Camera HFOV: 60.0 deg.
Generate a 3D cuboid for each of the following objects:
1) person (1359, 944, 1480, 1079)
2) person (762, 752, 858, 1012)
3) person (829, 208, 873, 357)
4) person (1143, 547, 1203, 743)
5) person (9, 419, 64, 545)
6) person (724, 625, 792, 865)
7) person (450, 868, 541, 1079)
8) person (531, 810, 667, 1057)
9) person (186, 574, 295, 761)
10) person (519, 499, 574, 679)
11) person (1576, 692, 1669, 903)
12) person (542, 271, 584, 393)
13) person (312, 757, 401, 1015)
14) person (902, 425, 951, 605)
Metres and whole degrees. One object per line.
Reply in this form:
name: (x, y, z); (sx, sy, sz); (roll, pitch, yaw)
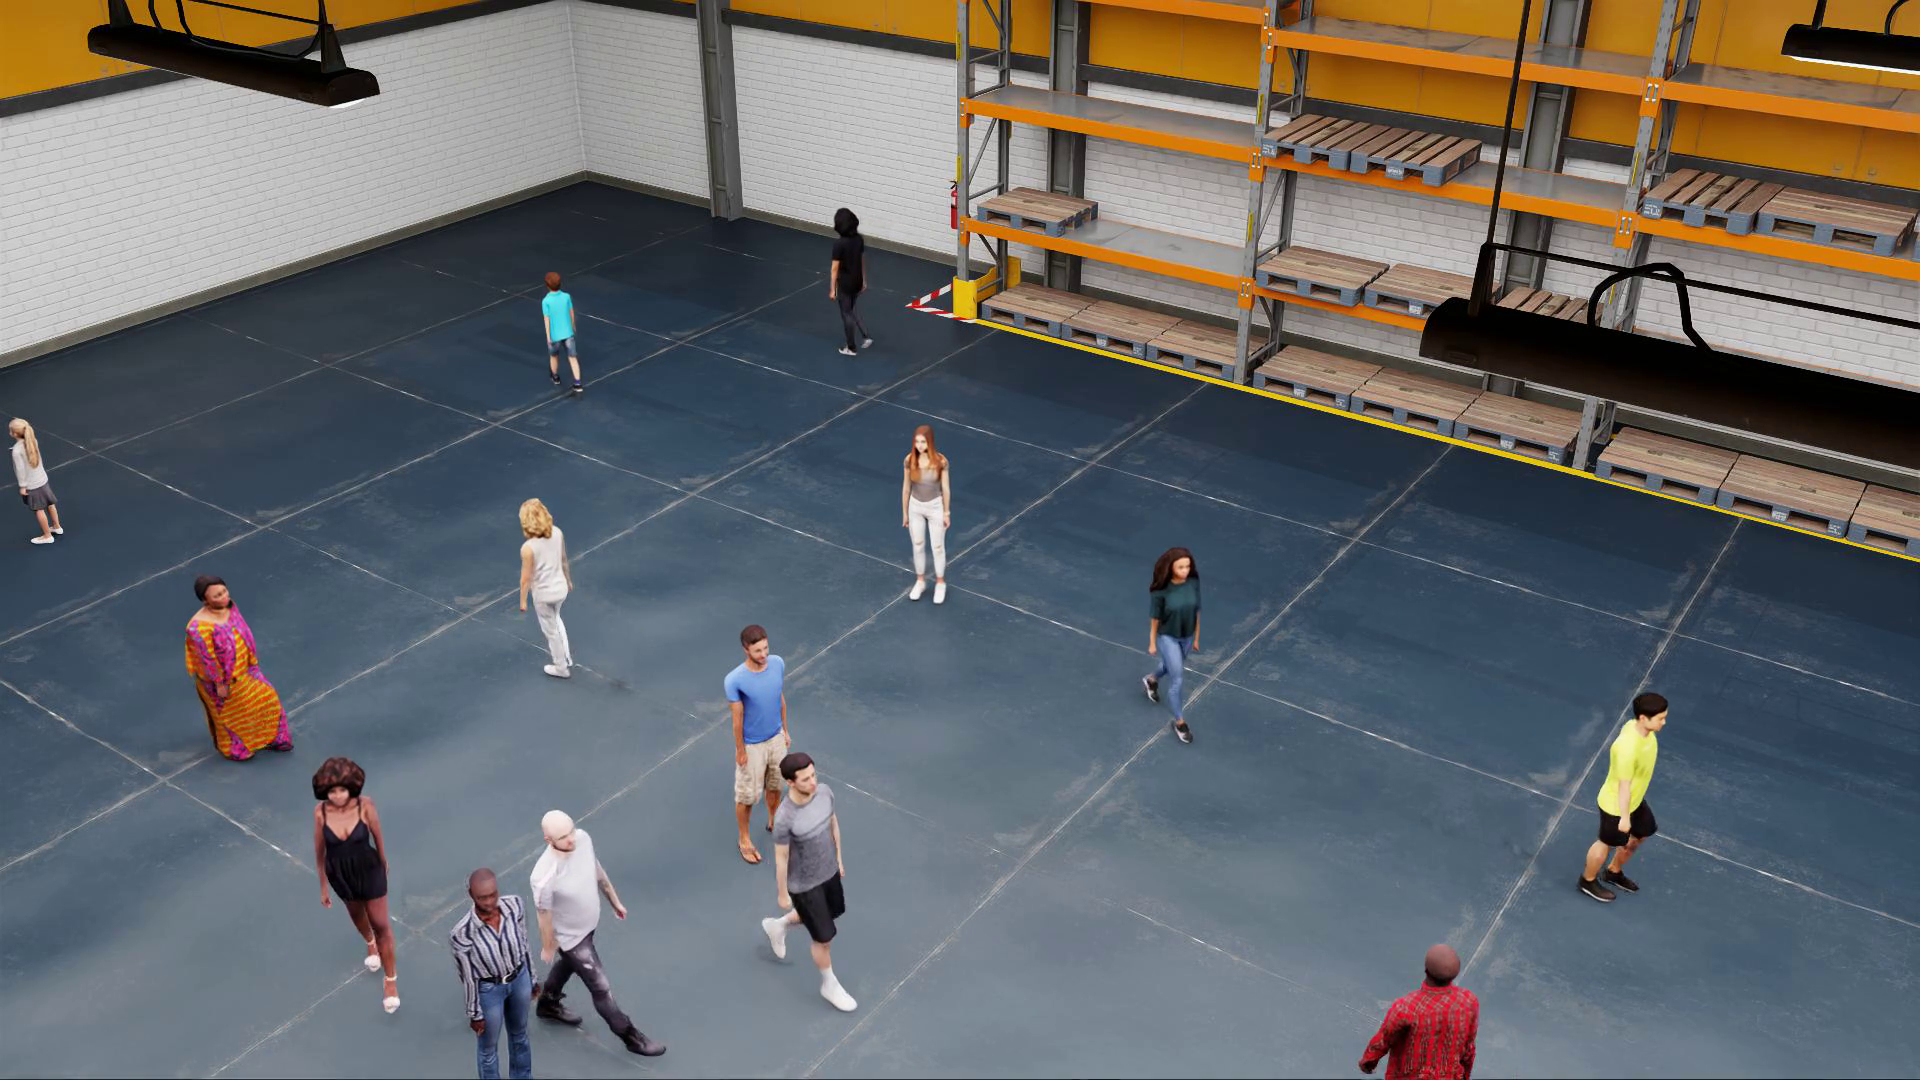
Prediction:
person: (2.511, 2.991, 8.959); (1.155, 1.772, 1.243); (-6, 29, -11)
person: (-1.001, 2.096, 10.539); (1.090, 1.831, 0.696); (21, 35, 34)
person: (-1.275, -3.077, 20.031); (0.698, 1.822, 0.661); (22, 35, 34)
person: (1.683, 0.750, 13.267); (0.956, 1.581, 1.144); (-11, 31, -20)
person: (-8.933, -0.585, 16.033); (0.637, 1.276, 0.595); (2, 29, 4)
person: (-1.423, 1.394, 11.792); (0.699, 1.862, 0.633); (-23, 36, -36)
person: (-2.667, 2.615, 9.627); (0.565, 1.794, 0.648); (22, 36, 35)
person: (-2.410, 2.352, 10.121); (1.282, 1.782, 0.944); (7, 29, 13)
person: (-5.678, 0.974, 12.785); (0.950, 1.650, 0.824); (7, 29, 13)
person: (-3.357, 0.432, 13.766); (0.568, 1.661, 0.639); (17, 33, 28)
person: (4.453, 1.727, 11.360); (0.610, 1.693, 0.632); (19, 34, 30)
person: (-4.569, -2.364, 19.145); (0.802, 1.419, 1.040); (-16, 32, -26)
person: (-3.858, 2.087, 10.628); (0.913, 1.762, 0.990); (-5, 29, -10)
person: (-0.291, -0.254, 14.964); (0.587, 1.718, 0.720); (6, 29, 11)
